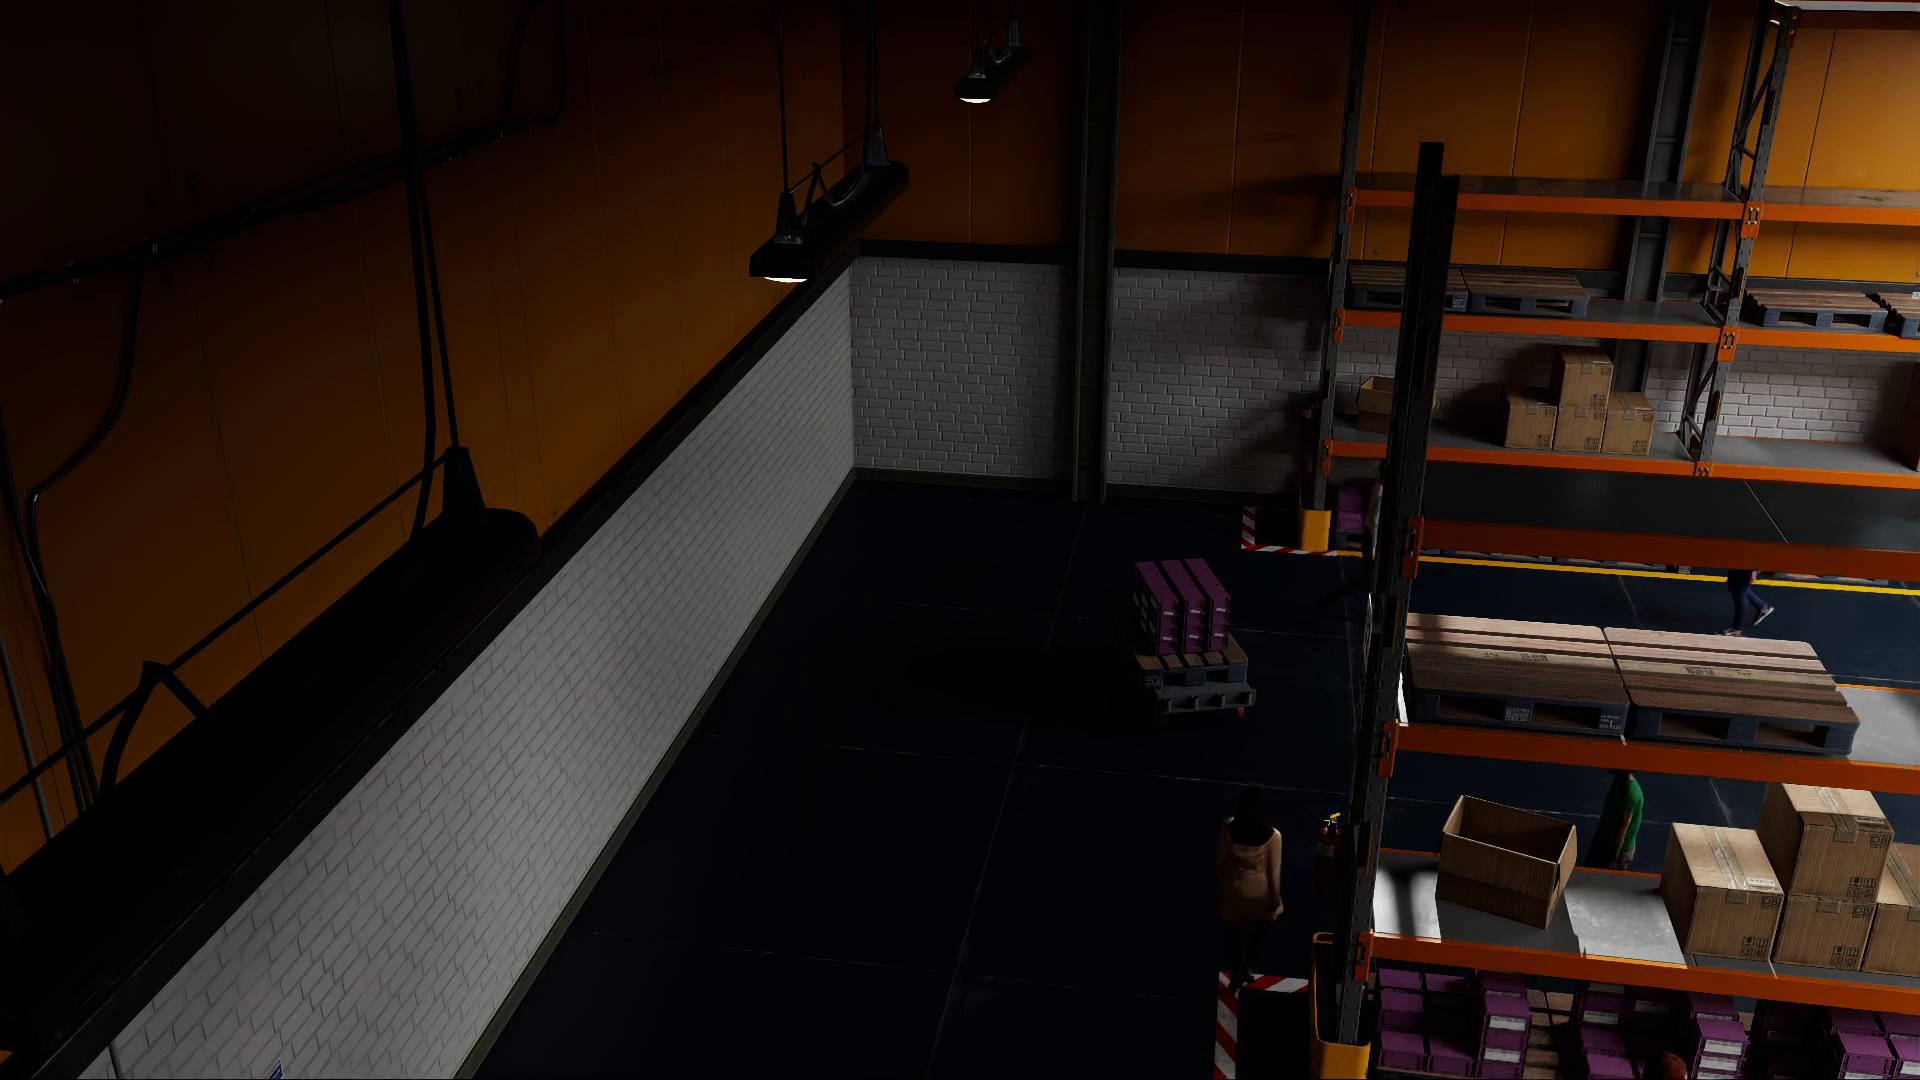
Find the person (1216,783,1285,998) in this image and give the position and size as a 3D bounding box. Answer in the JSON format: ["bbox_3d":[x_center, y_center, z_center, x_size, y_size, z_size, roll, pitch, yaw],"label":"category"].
[{"bbox_3d":[1.961,2.471,11.465,0.656,1.672,0.797,12,26,25],"label":"person"}]

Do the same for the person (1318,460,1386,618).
[{"bbox_3d":[4.096,0.040,16.819,1.084,1.838,0.760,5,24,10],"label":"person"}]

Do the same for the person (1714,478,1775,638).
[{"bbox_3d":[7.984,0.190,16.649,0.821,1.700,0.675,2,24,5],"label":"person"}]
